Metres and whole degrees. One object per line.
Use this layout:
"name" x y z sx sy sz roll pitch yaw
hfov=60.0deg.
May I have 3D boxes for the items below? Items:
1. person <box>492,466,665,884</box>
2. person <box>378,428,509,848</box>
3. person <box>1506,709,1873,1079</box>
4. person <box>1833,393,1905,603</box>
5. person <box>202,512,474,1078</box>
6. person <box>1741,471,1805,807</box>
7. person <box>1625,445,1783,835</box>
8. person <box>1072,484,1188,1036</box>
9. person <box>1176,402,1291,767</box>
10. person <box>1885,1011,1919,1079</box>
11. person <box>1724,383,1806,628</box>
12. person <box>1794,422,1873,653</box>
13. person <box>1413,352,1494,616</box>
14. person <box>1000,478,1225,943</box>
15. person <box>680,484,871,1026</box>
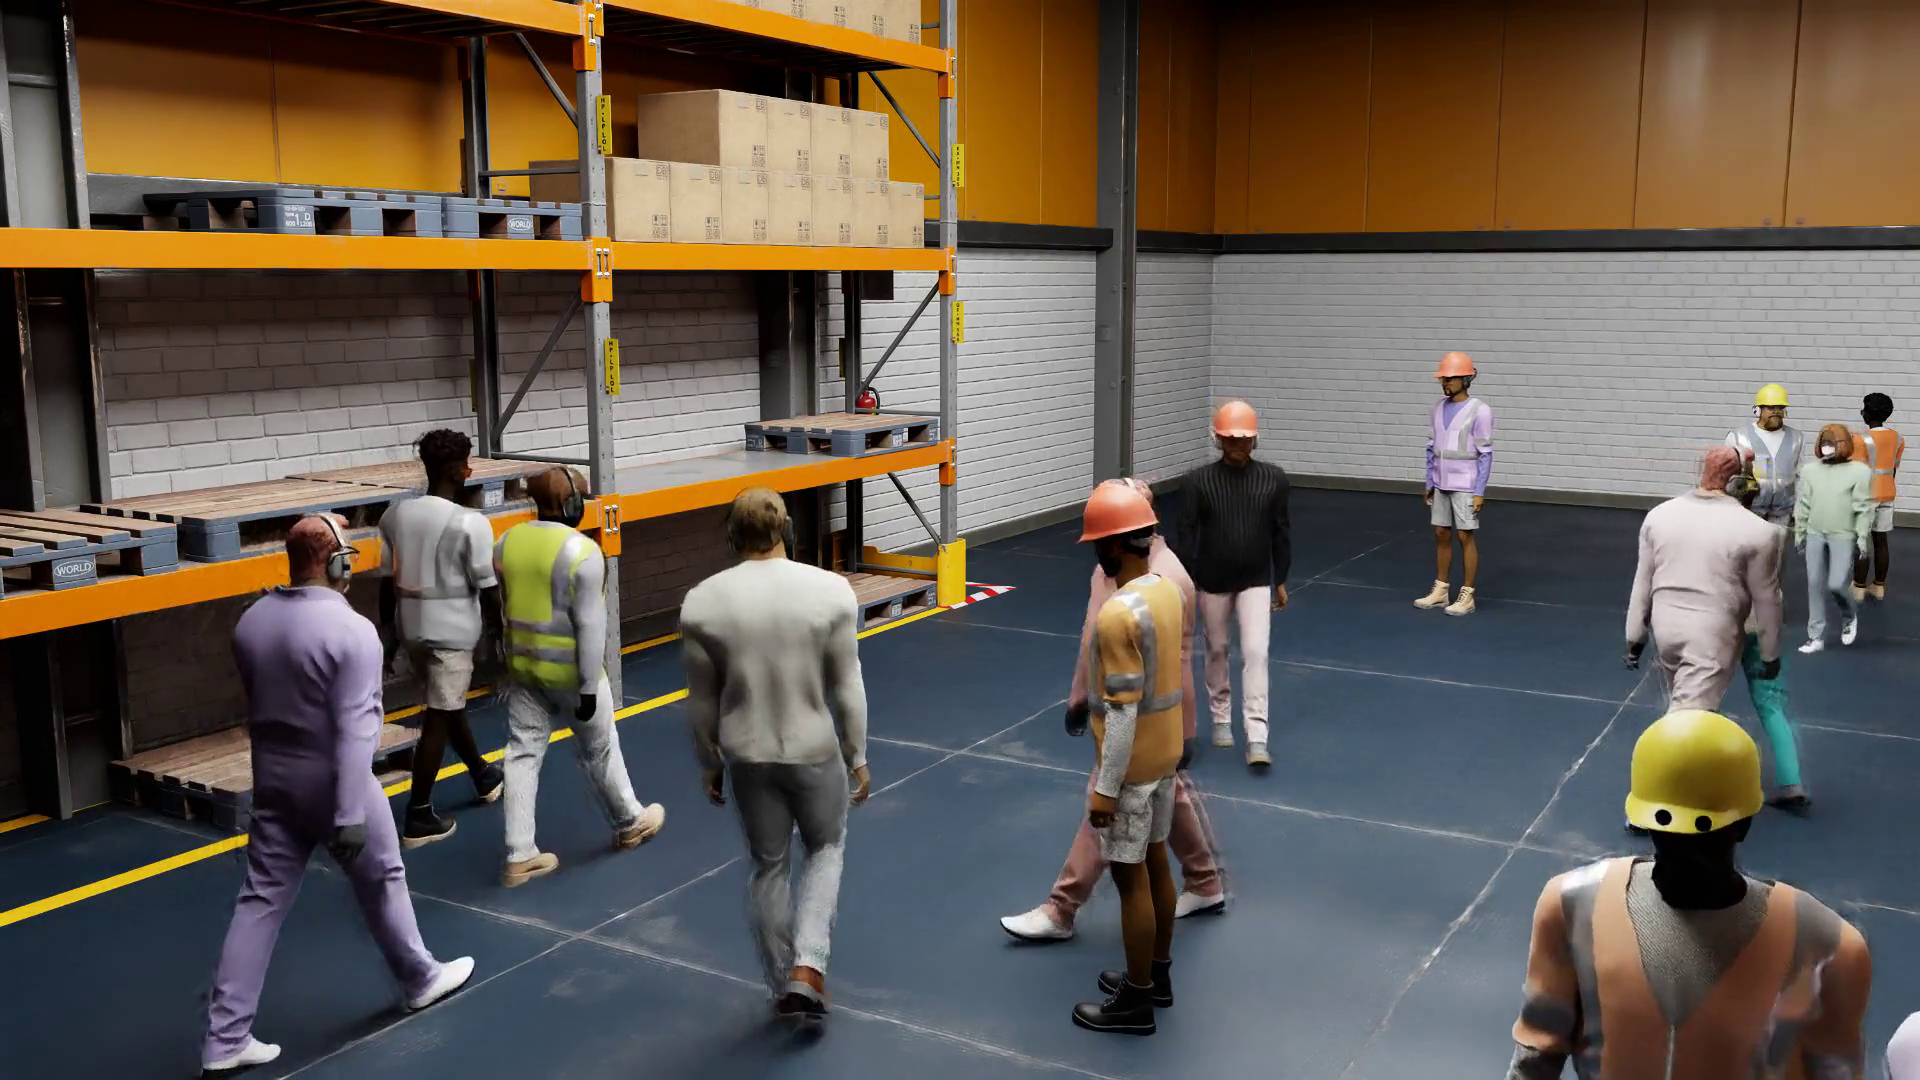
"person" -1.730 0.564 7.427 0.638 1.796 0.922 5 10 27
"person" -2.368 0.424 7.919 0.638 1.917 0.964 5 10 28
"person" 1.311 1.227 3.108 0.598 1.861 1.028 7 12 38
"person" 7.329 -0.337 13.399 0.535 1.697 0.318 -4 10 -24
"person" -2.183 0.830 5.661 0.649 1.847 1.039 4 10 26
"person" 3.924 0.454 8.387 0.521 1.719 0.938 -2 9 -13
"person" 3.557 0.468 7.924 1.022 1.846 0.659 -6 11 -33
"person" 0.578 0.763 5.814 0.384 1.927 0.543 5 10 27
"person" 1.483 0.238 9.000 0.647 1.947 0.970 0 9 3
"person" 1.694 1.322 2.482 0.598 1.871 0.947 7 11 37
"person" 5.988 -0.249 12.411 0.590 1.837 0.404 1 9 5
"person" 6.081 -0.012 11.582 0.412 1.620 0.525 -6 11 -33
"person" 3.831 -0.433 12.915 0.397 2.043 0.609 -5 10 -28
"person" 0.651 0.669 6.641 1.011 1.850 0.668 -2 9 -15
"person" -0.641 0.764 5.833 0.657 1.917 0.439 0 9 3
